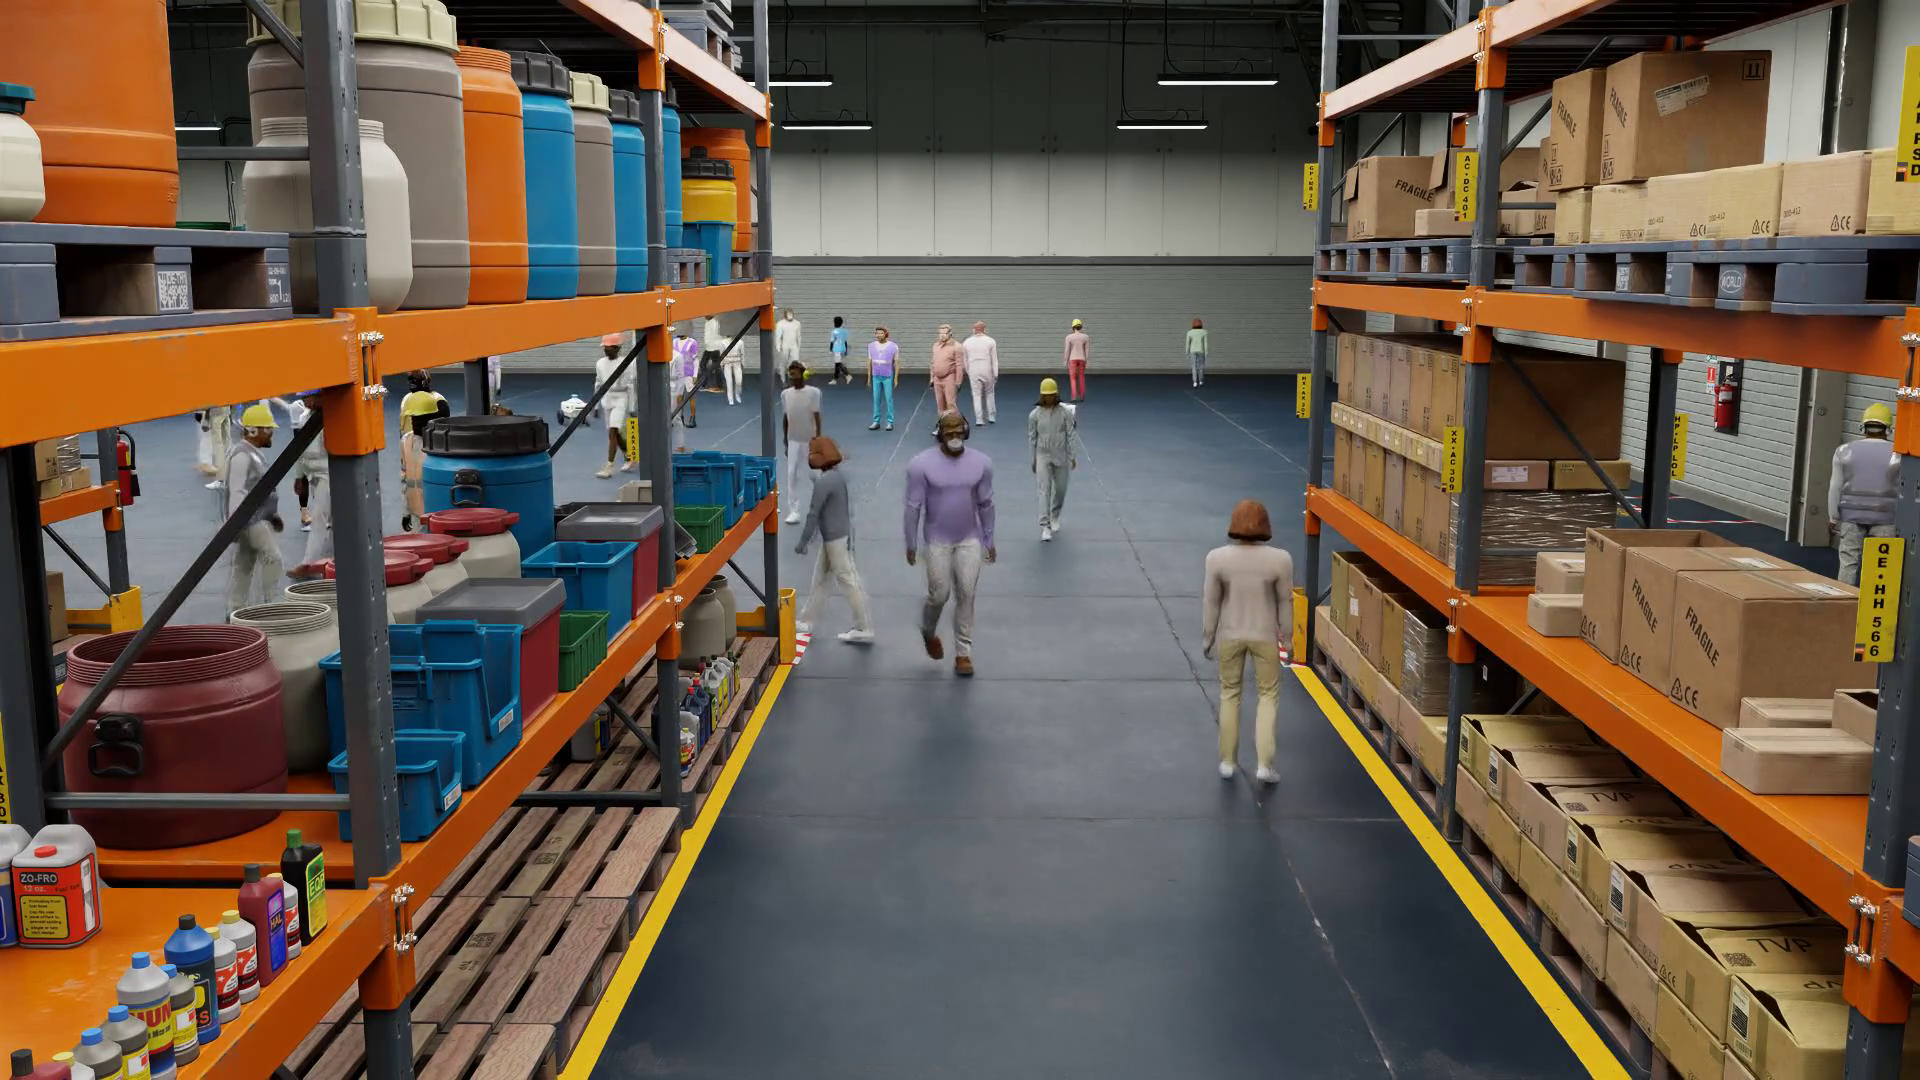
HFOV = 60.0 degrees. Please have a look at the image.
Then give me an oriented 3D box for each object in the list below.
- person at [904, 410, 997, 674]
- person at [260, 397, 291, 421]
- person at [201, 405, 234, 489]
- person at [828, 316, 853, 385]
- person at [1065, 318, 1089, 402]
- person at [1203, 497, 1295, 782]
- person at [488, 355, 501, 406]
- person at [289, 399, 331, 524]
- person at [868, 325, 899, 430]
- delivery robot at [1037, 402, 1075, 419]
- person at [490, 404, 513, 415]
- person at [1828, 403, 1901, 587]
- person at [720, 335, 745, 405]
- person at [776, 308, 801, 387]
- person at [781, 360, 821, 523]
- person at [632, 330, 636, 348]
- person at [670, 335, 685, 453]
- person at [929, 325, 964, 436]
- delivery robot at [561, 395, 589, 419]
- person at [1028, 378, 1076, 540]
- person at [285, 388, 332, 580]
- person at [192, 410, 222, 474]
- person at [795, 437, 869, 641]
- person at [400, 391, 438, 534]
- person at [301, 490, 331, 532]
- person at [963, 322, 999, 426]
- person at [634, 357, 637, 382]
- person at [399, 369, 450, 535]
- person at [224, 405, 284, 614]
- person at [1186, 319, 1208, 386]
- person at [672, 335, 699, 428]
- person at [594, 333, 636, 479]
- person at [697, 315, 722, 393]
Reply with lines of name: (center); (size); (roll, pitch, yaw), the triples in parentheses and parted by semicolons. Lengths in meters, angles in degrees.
person: (-0.082, 0.003, 11.994); (0.668, 1.918, 0.524); (-3, 10, -18)
person: (-12.531, -2.901, 30.273); (0.646, 1.617, 0.521); (-2, 10, -10)
person: (-9.755, -1.616, 21.834); (0.328, 1.873, 0.519); (3, 10, 15)
person: (-2.865, -4.544, 39.971); (0.783, 1.669, 0.534); (7, 12, 35)
person: (2.490, -3.826, 35.403); (0.532, 1.769, 0.345); (-2, 10, -14)
person: (1.644, 0.569, 9.469); (0.511, 1.635, 0.286); (3, 10, 17)
person: (-7.914, -2.598, 27.656); (0.593, 1.896, 0.585); (1, 10, 5)
person: (-7.353, -1.043, 18.922); (0.319, 1.696, 0.532); (5, 11, 29)
person: (-1.356, -2.872, 29.440); (0.572, 1.840, 0.373); (3, 10, 19)
delivery robot: (1.718, -2.302, 29.720); (0.707, 0.478, 0.477); (-7, 12, -35)
person: (-3.584, -0.156, 13.163); (0.328, 1.844, 0.511); (0, 9, -2)
person: (7.322, -0.186, 13.392); (0.601, 1.827, 0.403); (6, 11, 34)
person: (-4.728, -3.611, 34.534); (0.513, 1.626, 0.366); (-2, 10, -12)
person: (-4.033, -4.510, 39.145); (0.652, 1.888, 1.040); (-4, 10, -25)
person: (-1.799, -1.153, 19.133); (0.519, 1.847, 0.813); (2, 10, 12)
person: (-7.268, -4.385, 38.292); (0.554, 1.917, 0.690); (-3, 10, -18)
person: (-4.482, -2.270, 25.517); (0.611, 1.947, 0.400); (7, 12, 36)
person: (-0.254, -2.729, 28.440); (0.665, 1.899, 0.401); (8, 12, 39)
delivery robot: (-7.031, -2.408, 30.357); (0.477, 0.478, 0.707); (-5, 11, -28)
person: (0.982, -0.902, 18.009); (0.497, 1.716, 0.782); (-1, 10, -9)
person: (-6.049, -0.629, 15.858); (0.638, 1.901, 1.008); (6, 11, 33)
person: (-10.462, -1.812, 23.135); (0.464, 1.824, 0.659); (-2, 10, -10)
person: (-1.084, -0.006, 12.991); (0.819, 1.588, 0.511); (2, 10, 9)
person: (-4.298, -0.244, 13.465); (0.589, 1.924, 0.392); (5, 11, 28)
person: (-6.891, -0.990, 18.056); (0.761, 1.881, 0.642); (-7, 11, -34)
person: (0.394, -3.038, 30.411); (0.675, 1.863, 0.844); (2, 10, 10)
person: (-4.734, -2.273, 25.565); (0.545, 1.940, 0.352); (6, 11, 32)
person: (-5.718, -0.911, 17.697); (0.626, 1.844, 0.429); (5, 10, 25)
person: (-5.651, -0.189, 13.489); (0.692, 1.799, 0.606); (-3, 10, -17)
person: (5.668, -4.488, 39.795); (0.526, 1.602, 0.688); (1, 10, 8)
person: (-4.959, -2.988, 29.861); (0.549, 1.932, 0.373); (4, 10, 24)
person: (-4.793, -1.905, 23.171); (0.621, 2.009, 0.984); (5, 11, 28)
person: (-5.750, -4.327, 37.757); (0.775, 1.967, 0.654); (-6, 11, -32)
